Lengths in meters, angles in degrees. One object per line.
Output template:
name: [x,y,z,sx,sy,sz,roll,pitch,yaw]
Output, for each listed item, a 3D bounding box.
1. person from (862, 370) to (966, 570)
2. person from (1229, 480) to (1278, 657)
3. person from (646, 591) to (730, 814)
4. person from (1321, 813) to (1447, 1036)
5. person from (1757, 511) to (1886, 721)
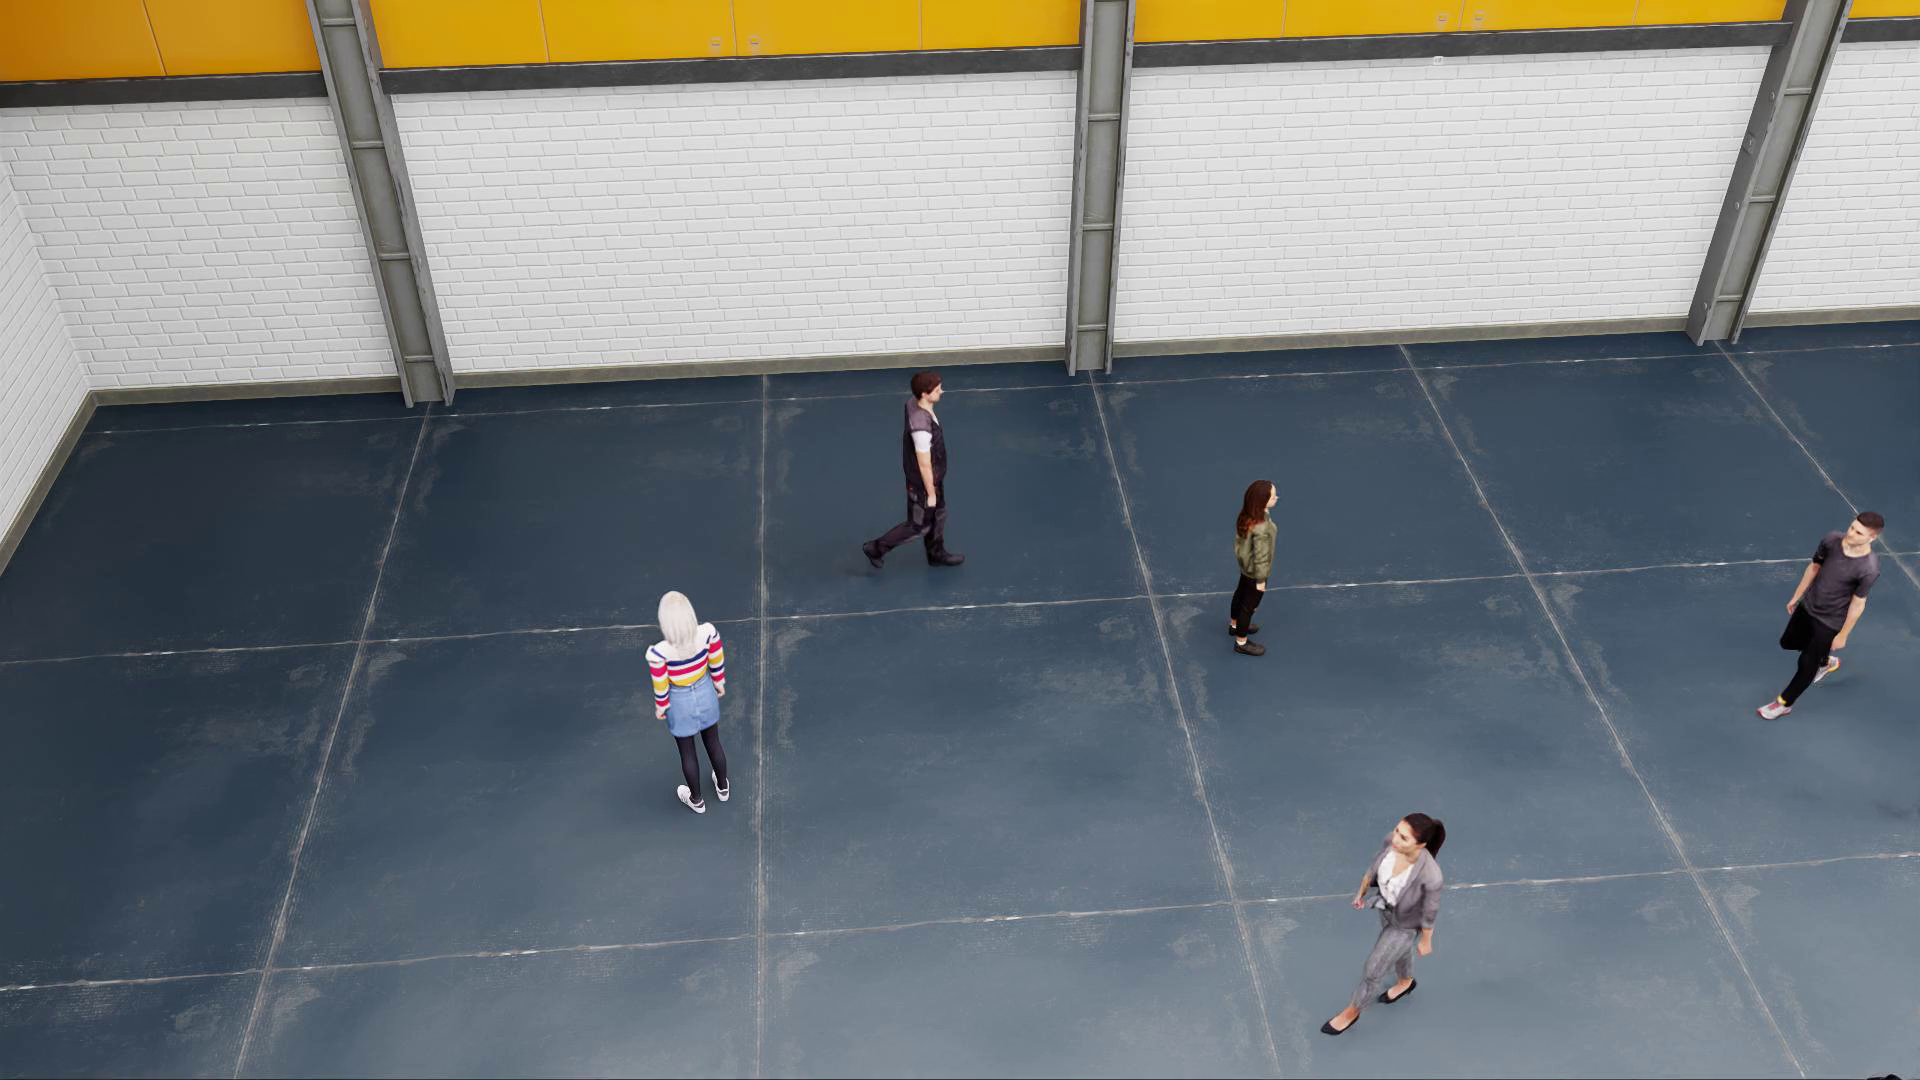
person: [-0.378,-0.479,12.572,1.014,1.829,0.659,-2,39,-3]
person: [2.122,0.178,12.032,0.507,1.475,0.578,-2,39,-2]
person: [-1.723,1.039,10.687,0.633,1.810,0.785,-21,43,-24]
person: [2.566,2.134,9.447,1.000,1.647,0.788,-13,40,-16]
person: [5.995,0.493,11.417,0.963,1.752,0.764,-11,40,-14]
